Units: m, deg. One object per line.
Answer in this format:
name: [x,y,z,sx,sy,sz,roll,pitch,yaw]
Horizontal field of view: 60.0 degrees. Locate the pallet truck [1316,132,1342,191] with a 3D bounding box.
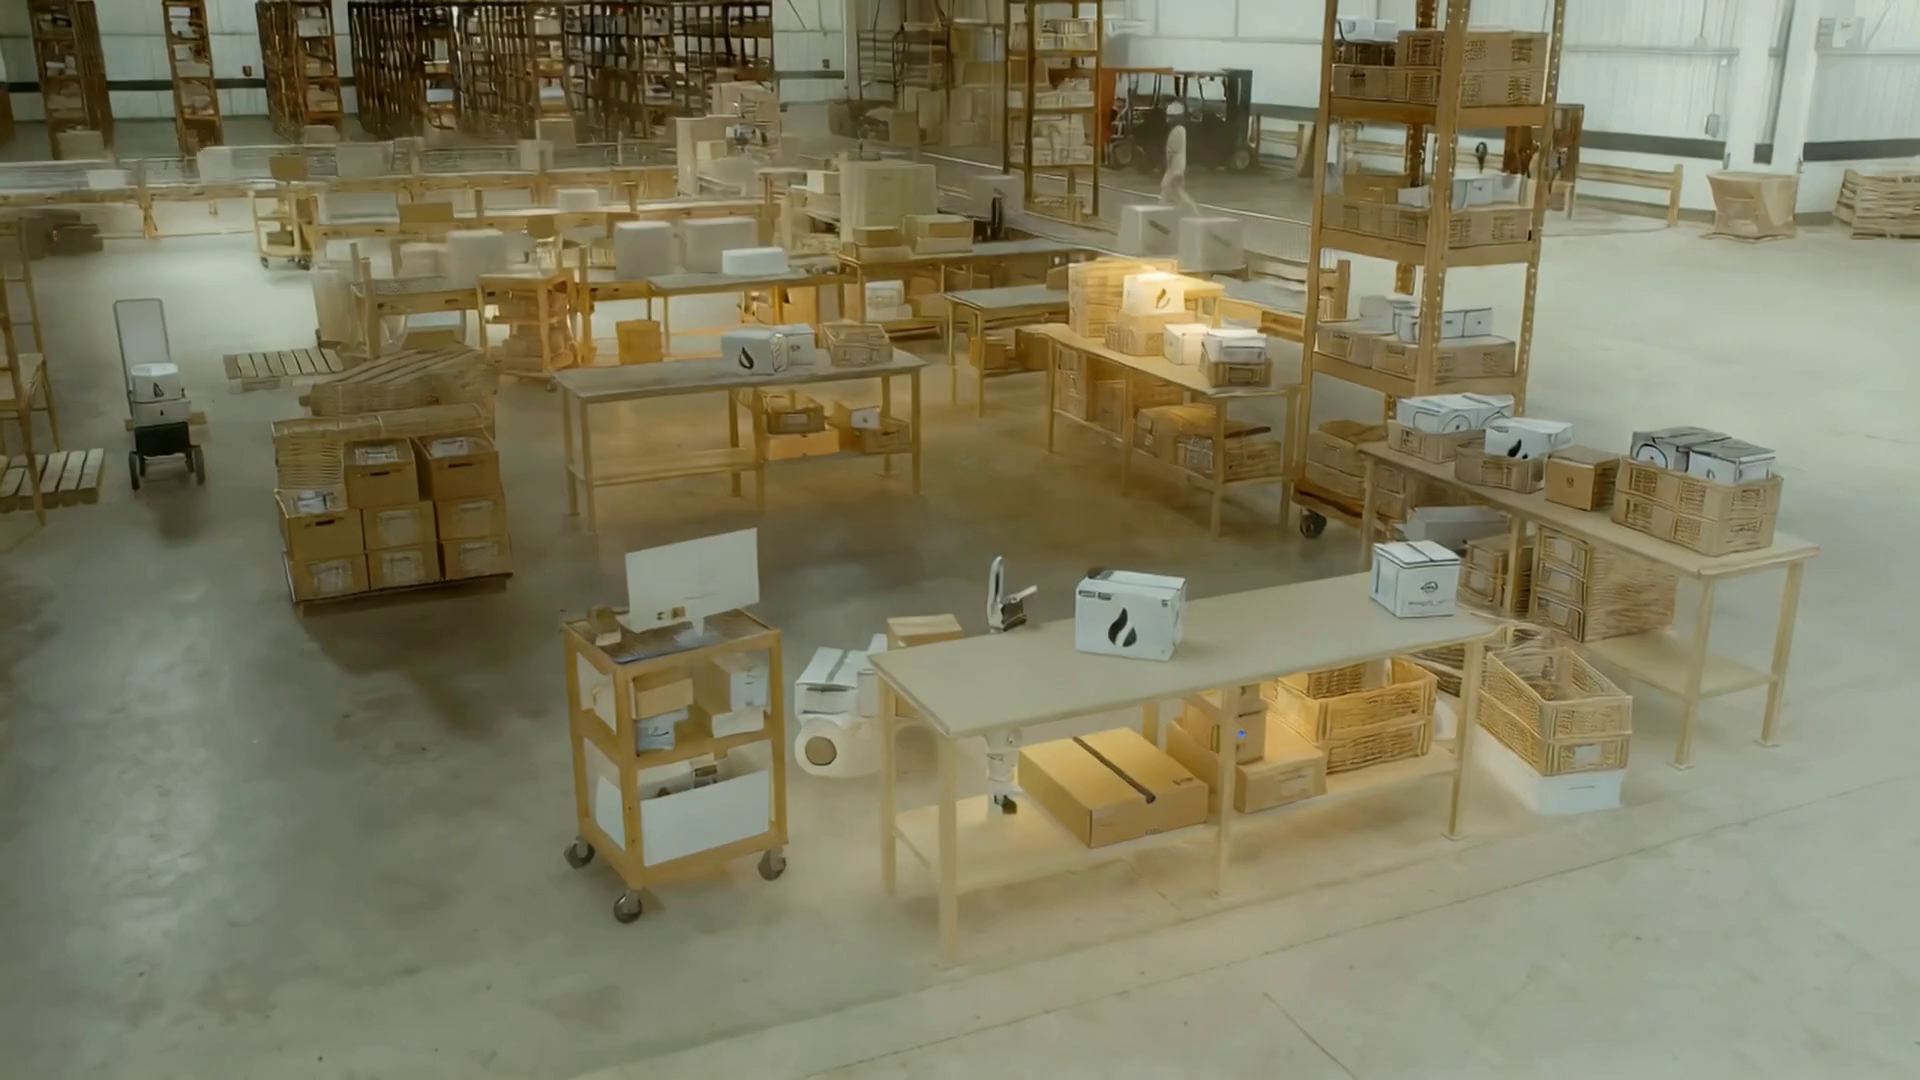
pallet truck: [7.723,-7.504,32.656,1.601,1.201,0.680,-8,19,-23]

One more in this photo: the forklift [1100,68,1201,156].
forklift: [4.082,-9.564,37.410,2.680,1.987,1.157,-8,19,-23]

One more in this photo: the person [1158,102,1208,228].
person: [3.473,-5.945,26.485,1.026,2.006,0.615,6,18,17]

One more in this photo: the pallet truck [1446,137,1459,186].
pallet truck: [9.184,-6.485,29.328,1.630,1.274,0.653,-8,19,-23]

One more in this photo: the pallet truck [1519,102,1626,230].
pallet truck: [9.972,-6.037,26.785,1.885,1.965,0.823,-9,20,-25]

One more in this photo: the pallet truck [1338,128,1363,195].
pallet truck: [7.845,-7.140,31.411,1.522,1.261,0.704,-9,20,-25]

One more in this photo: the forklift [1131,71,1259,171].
forklift: [4.998,-8.936,35.413,2.680,1.987,1.157,-9,20,-25]

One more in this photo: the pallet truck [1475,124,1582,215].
pallet truck: [9.707,-6.455,28.103,1.885,1.965,0.823,-7,19,-20]
